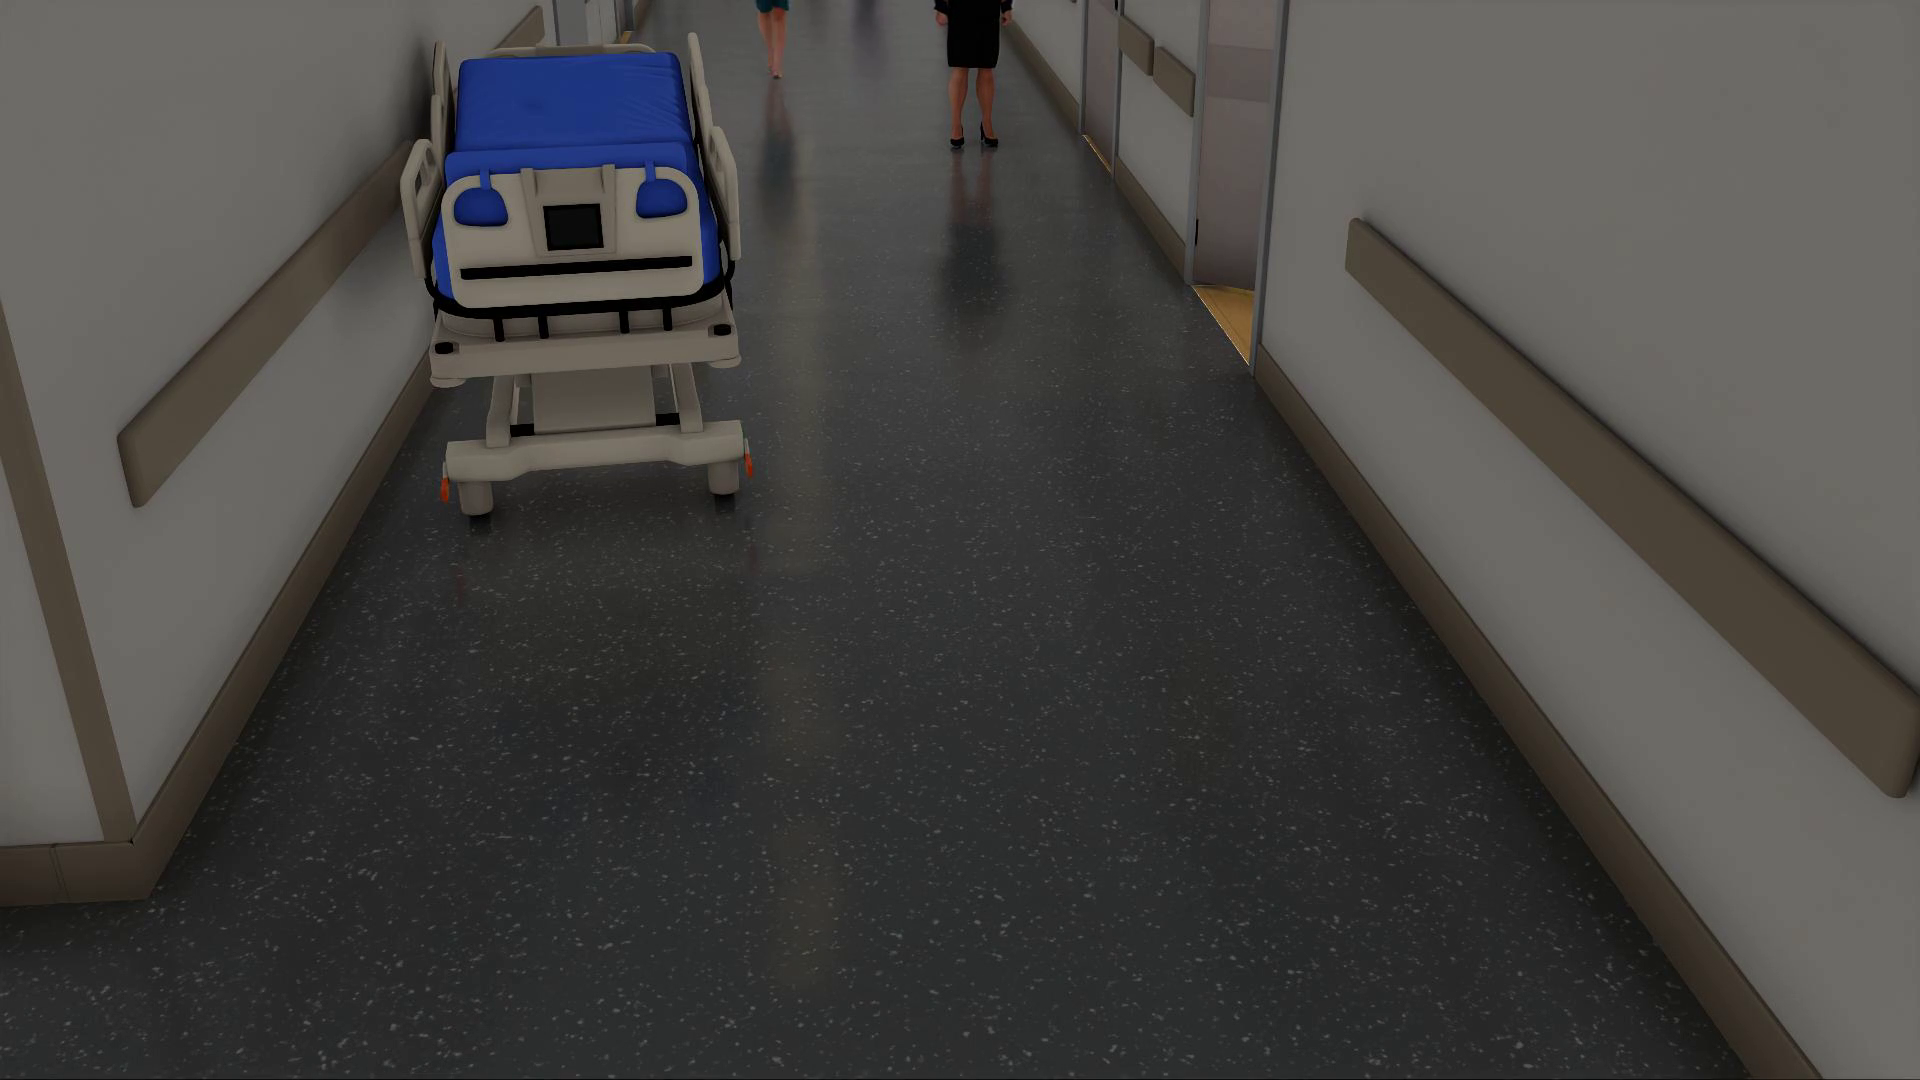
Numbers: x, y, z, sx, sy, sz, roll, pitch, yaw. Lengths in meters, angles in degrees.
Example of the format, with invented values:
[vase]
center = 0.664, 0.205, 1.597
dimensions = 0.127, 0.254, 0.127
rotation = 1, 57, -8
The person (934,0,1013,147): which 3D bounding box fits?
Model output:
[person]
center = 0.093, -3.430, 10.851
dimensions = 0.578, 1.671, 0.763
rotation = -4, 26, -9
